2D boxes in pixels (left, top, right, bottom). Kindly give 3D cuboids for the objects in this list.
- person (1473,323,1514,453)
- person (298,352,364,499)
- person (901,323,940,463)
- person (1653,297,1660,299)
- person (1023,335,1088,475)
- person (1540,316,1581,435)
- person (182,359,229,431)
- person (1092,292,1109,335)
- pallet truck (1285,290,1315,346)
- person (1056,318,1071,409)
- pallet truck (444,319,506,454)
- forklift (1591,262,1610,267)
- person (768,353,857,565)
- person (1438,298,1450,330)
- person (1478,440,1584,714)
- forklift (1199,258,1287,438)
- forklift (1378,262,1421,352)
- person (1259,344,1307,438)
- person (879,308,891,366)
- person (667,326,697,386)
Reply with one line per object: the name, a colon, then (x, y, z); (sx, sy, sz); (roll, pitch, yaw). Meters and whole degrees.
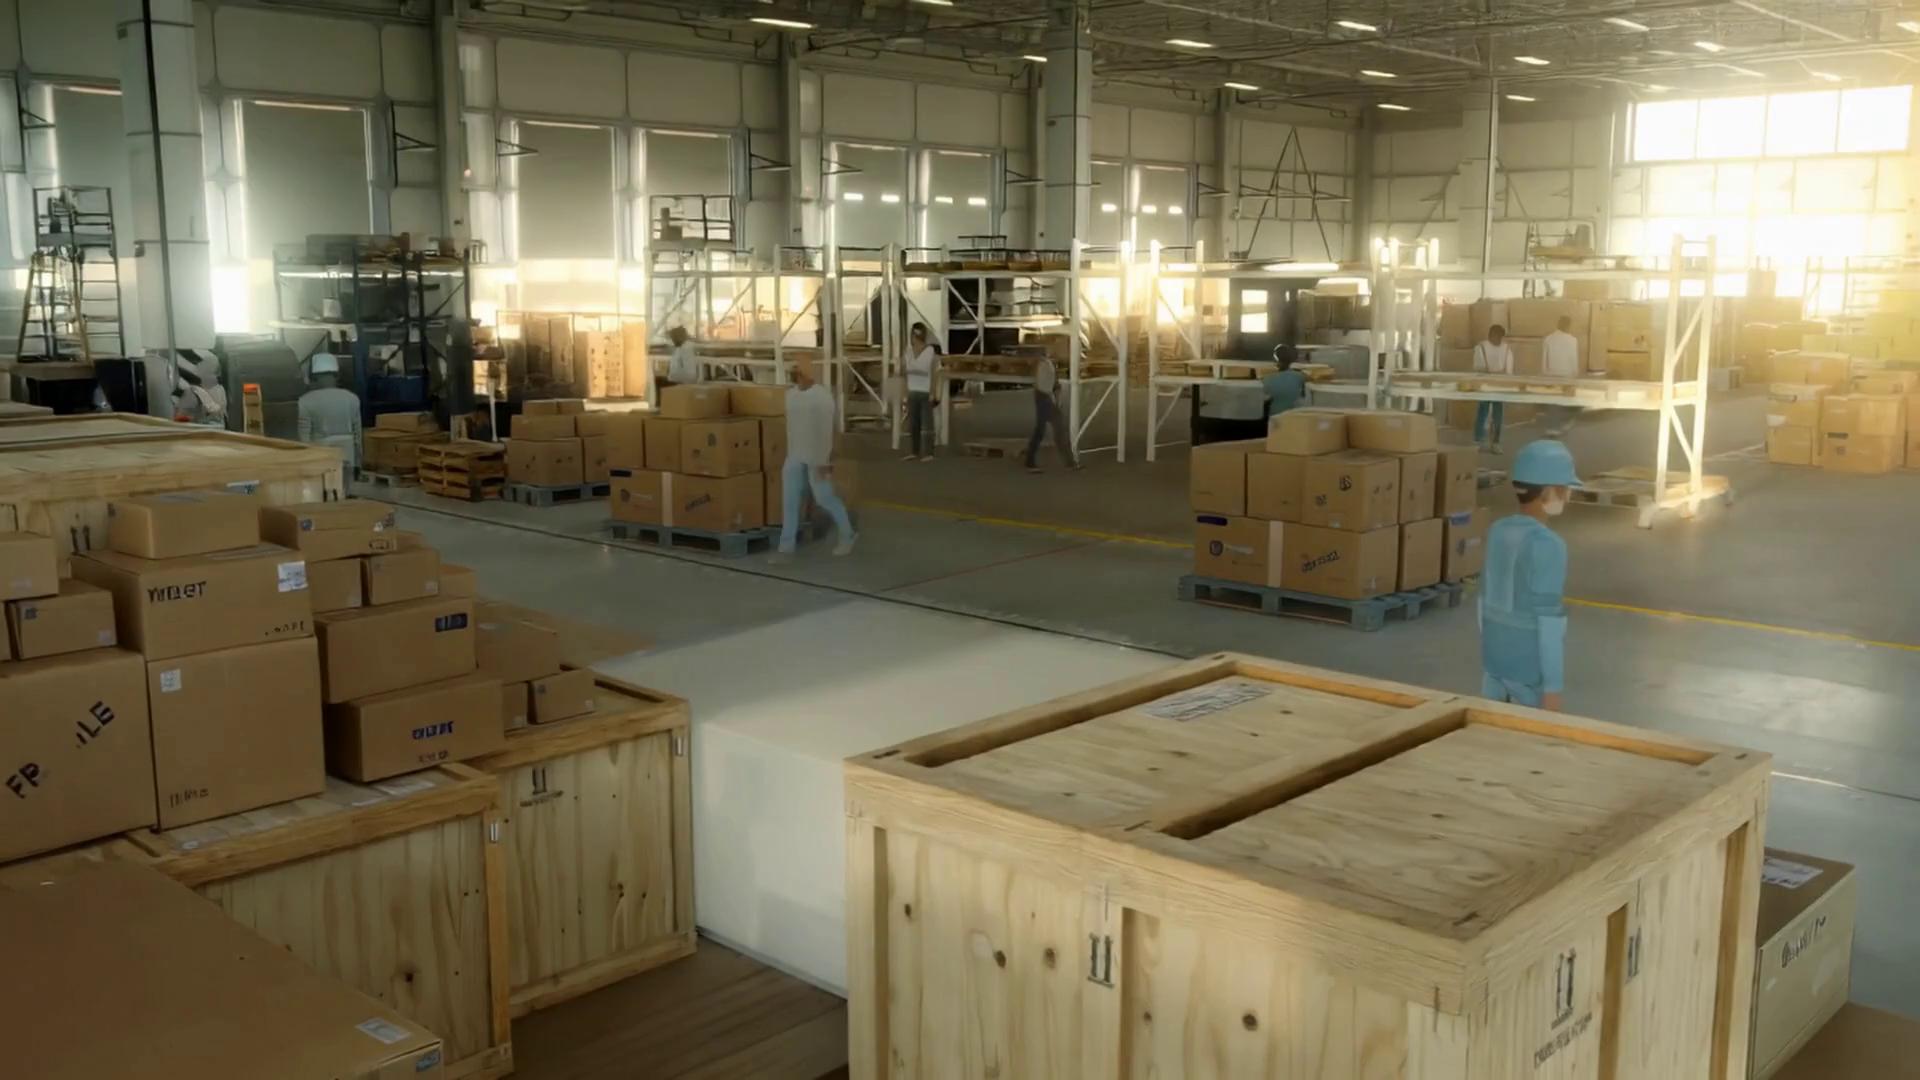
person: (7.691, -2.189, 24.017); (0.573, 1.883, 0.357); (1, 9, 4)
person: (-5.588, -0.700, 14.780); (0.400, 1.922, 0.592); (7, 12, 37)
person: (-0.531, -2.024, 22.891); (0.587, 1.920, 0.393); (7, 12, 37)
person: (18.226, -5.405, 43.588); (0.629, 1.931, 0.357); (-6, 11, -34)
person: (1.232, -1.721, 21.380); (0.906, 1.804, 0.517); (2, 10, 13)
person: (9.737, -2.642, 26.747); (0.913, 1.898, 0.657); (-5, 11, -29)
person: (-8.177, -1.128, 18.086); (0.317, 1.696, 0.549); (4, 10, 24)
person: (4.347, -6.690, 51.480); (0.544, 1.930, 0.389); (1, 9, 5)
pallet truck: (11.297, -6.951, 52.861); (1.885, 1.965, 0.823); (-5, 11, -29)
person: (1.985, -3.335, 31.495); (0.486, 1.738, 0.320); (-2, 9, -13)
pallet truck: (-6.981, -1.942, 22.150); (1.885, 1.965, 0.823); (1, 9, 9)
forklift: (17.448, -6.206, 45.597); (1.873, 2.768, 1.129); (3, 10, 17)
person: (-1.337, -0.750, 15.172); (0.637, 1.911, 0.961); (7, 12, 38)
person: (12.206, -5.172, 42.221); (0.859, 1.905, 0.578); (-2, 9, -12)
person: (2.440, 0.536, 7.139); (0.378, 1.936, 0.548); (-2, 9, -11)
forklift: (4.691, -3.099, 26.542); (1.129, 2.768, 1.873); (9, 13, 43)
forklift: (10.938, -5.515, 41.356); (1.129, 2.768, 1.873); (2, 10, 15)
person: (3.436, -1.150, 17.701); (0.534, 1.864, 0.310); (-1, 9, -8)
person: (-1.978, -5.344, 44.137); (0.323, 1.632, 0.524); (1, 9, 6)
person: (-4.050, -2.259, 24.641); (0.580, 1.823, 0.629); (-3, 10, -19)
